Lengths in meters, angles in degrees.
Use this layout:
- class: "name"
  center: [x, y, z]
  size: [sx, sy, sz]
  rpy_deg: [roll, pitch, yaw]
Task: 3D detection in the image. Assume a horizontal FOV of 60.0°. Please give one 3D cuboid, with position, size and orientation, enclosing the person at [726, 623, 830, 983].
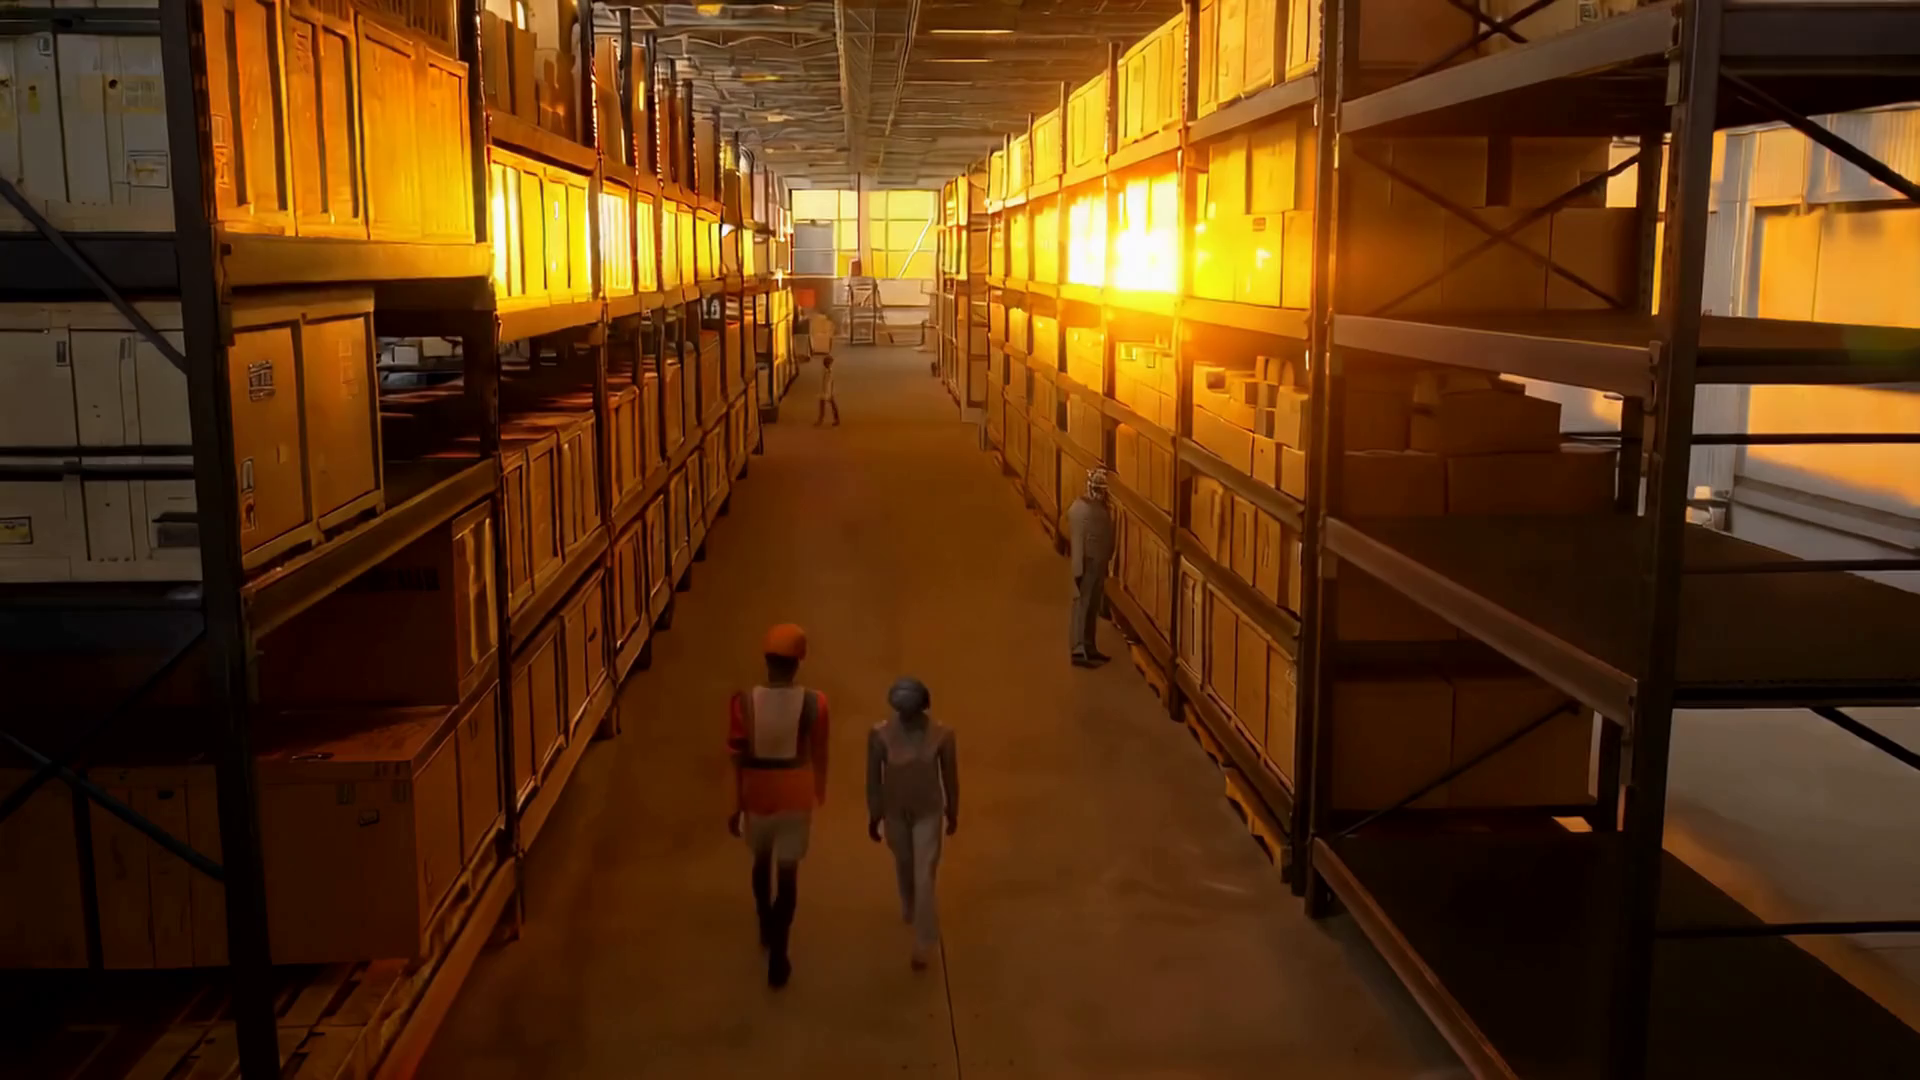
- class: "person"
  center: [-0.989, 1.385, 9.159]
  size: [0.558, 1.875, 0.985]
  rpy_deg: [0, 10, -1]

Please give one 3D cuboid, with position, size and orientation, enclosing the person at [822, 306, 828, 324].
- class: "person"
  center: [-6.622, -10.576, 81.198]
  size: [0.322, 1.692, 0.533]
  rpy_deg: [-3, 10, -17]

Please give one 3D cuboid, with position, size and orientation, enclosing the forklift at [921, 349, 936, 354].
- class: "forklift"
  center: [-0.556, -9.101, 68.834]
  size: [1.873, 2.768, 1.129]
  rpy_deg: [-9, 13, -44]

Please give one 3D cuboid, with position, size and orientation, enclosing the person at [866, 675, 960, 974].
- class: "person"
  center: [-0.258, 1.511, 9.311]
  size: [0.505, 1.585, 0.920]
  rpy_deg: [1, 10, 4]

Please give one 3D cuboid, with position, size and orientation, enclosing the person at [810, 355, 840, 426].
- class: "person"
  center: [-3.187, -3.499, 38.995]
  size: [0.803, 1.666, 0.543]
  rpy_deg: [-1, 10, -6]

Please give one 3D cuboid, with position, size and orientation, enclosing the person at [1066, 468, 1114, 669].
- class: "person"
  center: [1.262, 0.258, 15.853]
  size: [0.404, 1.903, 0.637]
  rpy_deg: [5, 11, 28]

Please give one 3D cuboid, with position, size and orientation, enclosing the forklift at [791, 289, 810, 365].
- class: "forklift"
  center: [-6.180, -7.957, 61.998]
  size: [1.129, 2.768, 1.873]
  rpy_deg: [-1, 10, -3]

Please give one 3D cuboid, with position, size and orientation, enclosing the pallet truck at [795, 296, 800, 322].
- class: "pallet truck"
  center: [-8.622, -12.439, 91.403]
  size: [1.885, 1.965, 0.823]
  rpy_deg: [2, 10, 13]
